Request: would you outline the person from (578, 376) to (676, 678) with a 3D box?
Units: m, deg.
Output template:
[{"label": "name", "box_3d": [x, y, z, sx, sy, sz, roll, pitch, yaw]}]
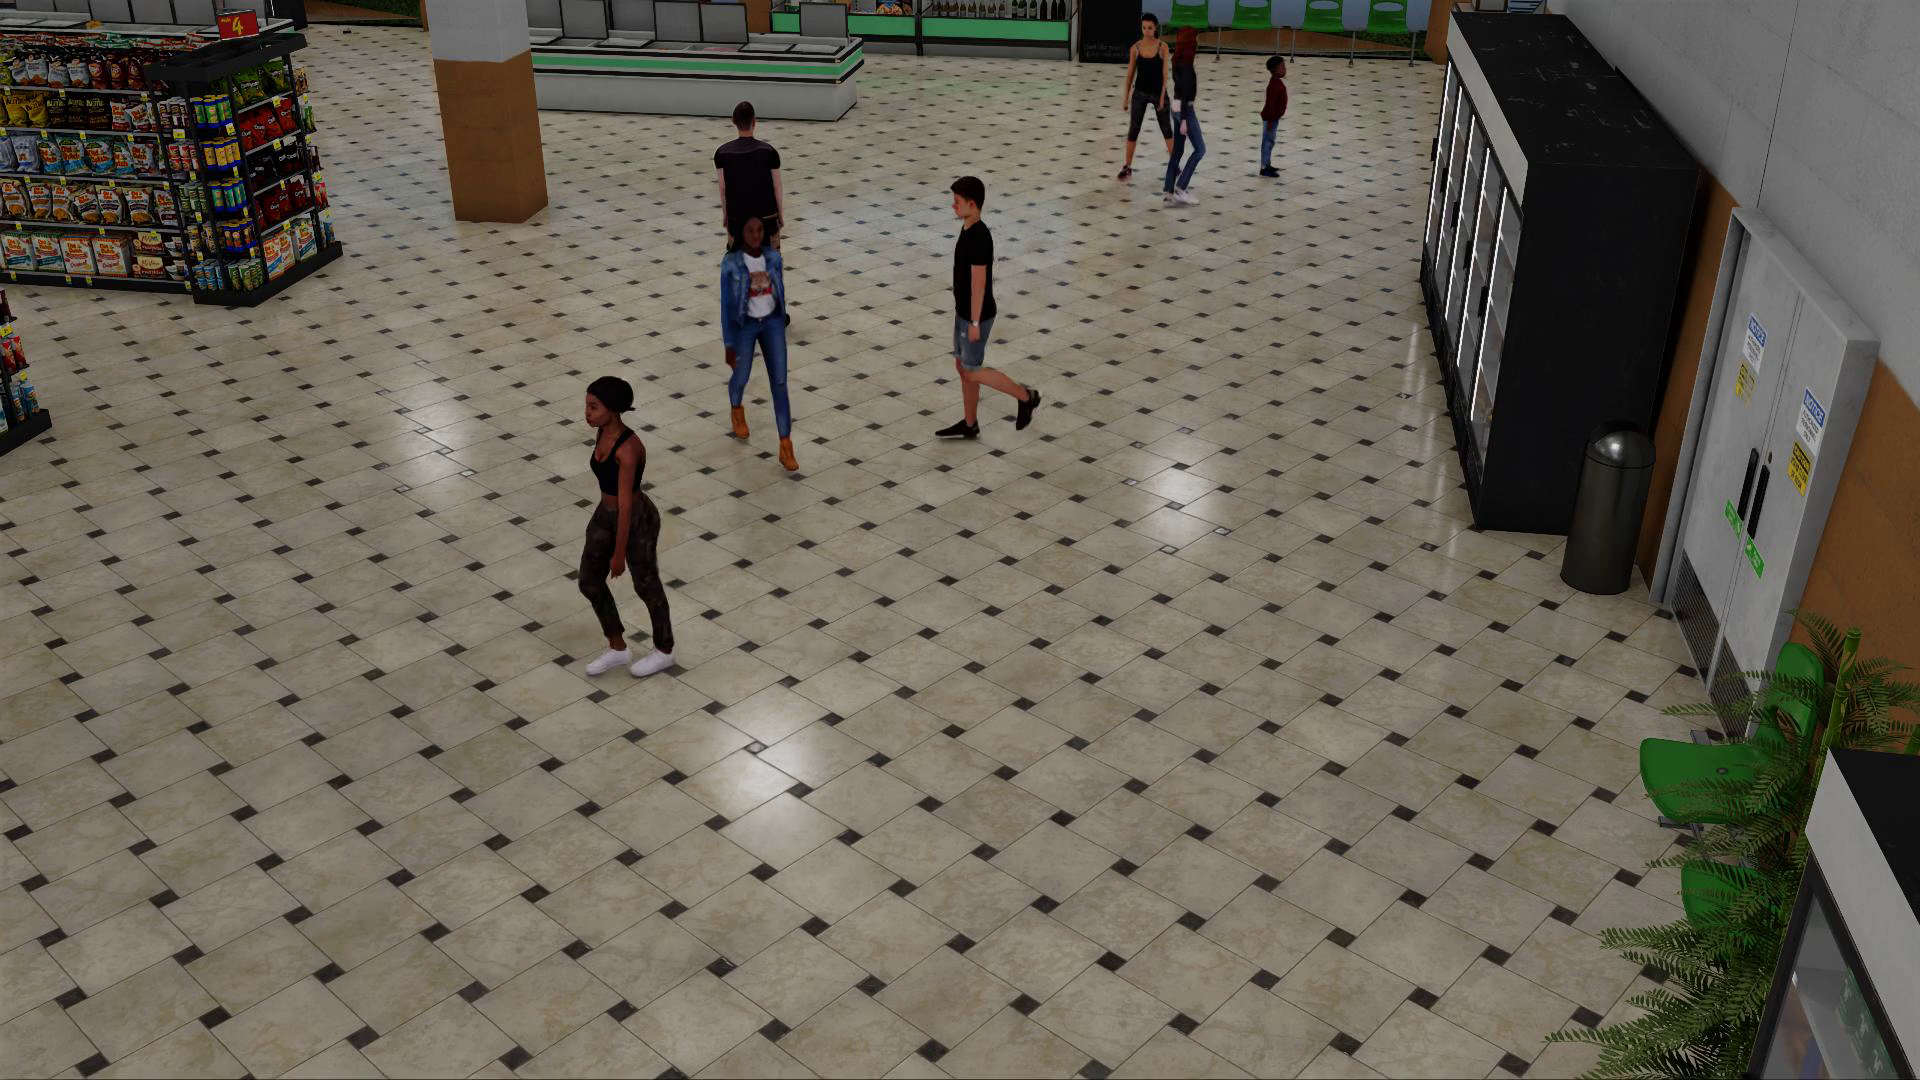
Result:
[{"label": "person", "box_3d": [-1.619, -0.018, 8.516, 0.819, 1.588, 0.761, -20, 33, -34]}]

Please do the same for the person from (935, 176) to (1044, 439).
[{"label": "person", "box_3d": [0.186, -1.532, 11.230, 1.069, 1.834, 0.882, -6, 27, -11]}]

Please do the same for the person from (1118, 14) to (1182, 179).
[{"label": "person", "box_3d": [1.964, -4.667, 17.564, 0.639, 1.697, 0.874, 5, 27, 11]}]

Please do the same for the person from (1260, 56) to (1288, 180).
[{"label": "person", "box_3d": [3.317, -4.532, 17.789, 0.493, 1.253, 0.527, 6, 28, 12]}]

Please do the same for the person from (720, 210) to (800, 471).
[{"label": "person", "box_3d": [-1.401, -1.359, 11.082, 1.217, 1.659, 1.167, -12, 29, -23]}]

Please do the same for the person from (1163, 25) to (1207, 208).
[{"label": "person", "box_3d": [2.134, -4.190, 16.531, 0.664, 1.780, 0.642, 0, 27, 0]}]

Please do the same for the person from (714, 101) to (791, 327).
[{"label": "person", "box_3d": [-1.664, -2.573, 13.274, 0.574, 1.842, 0.773, 1, 27, 1]}]
